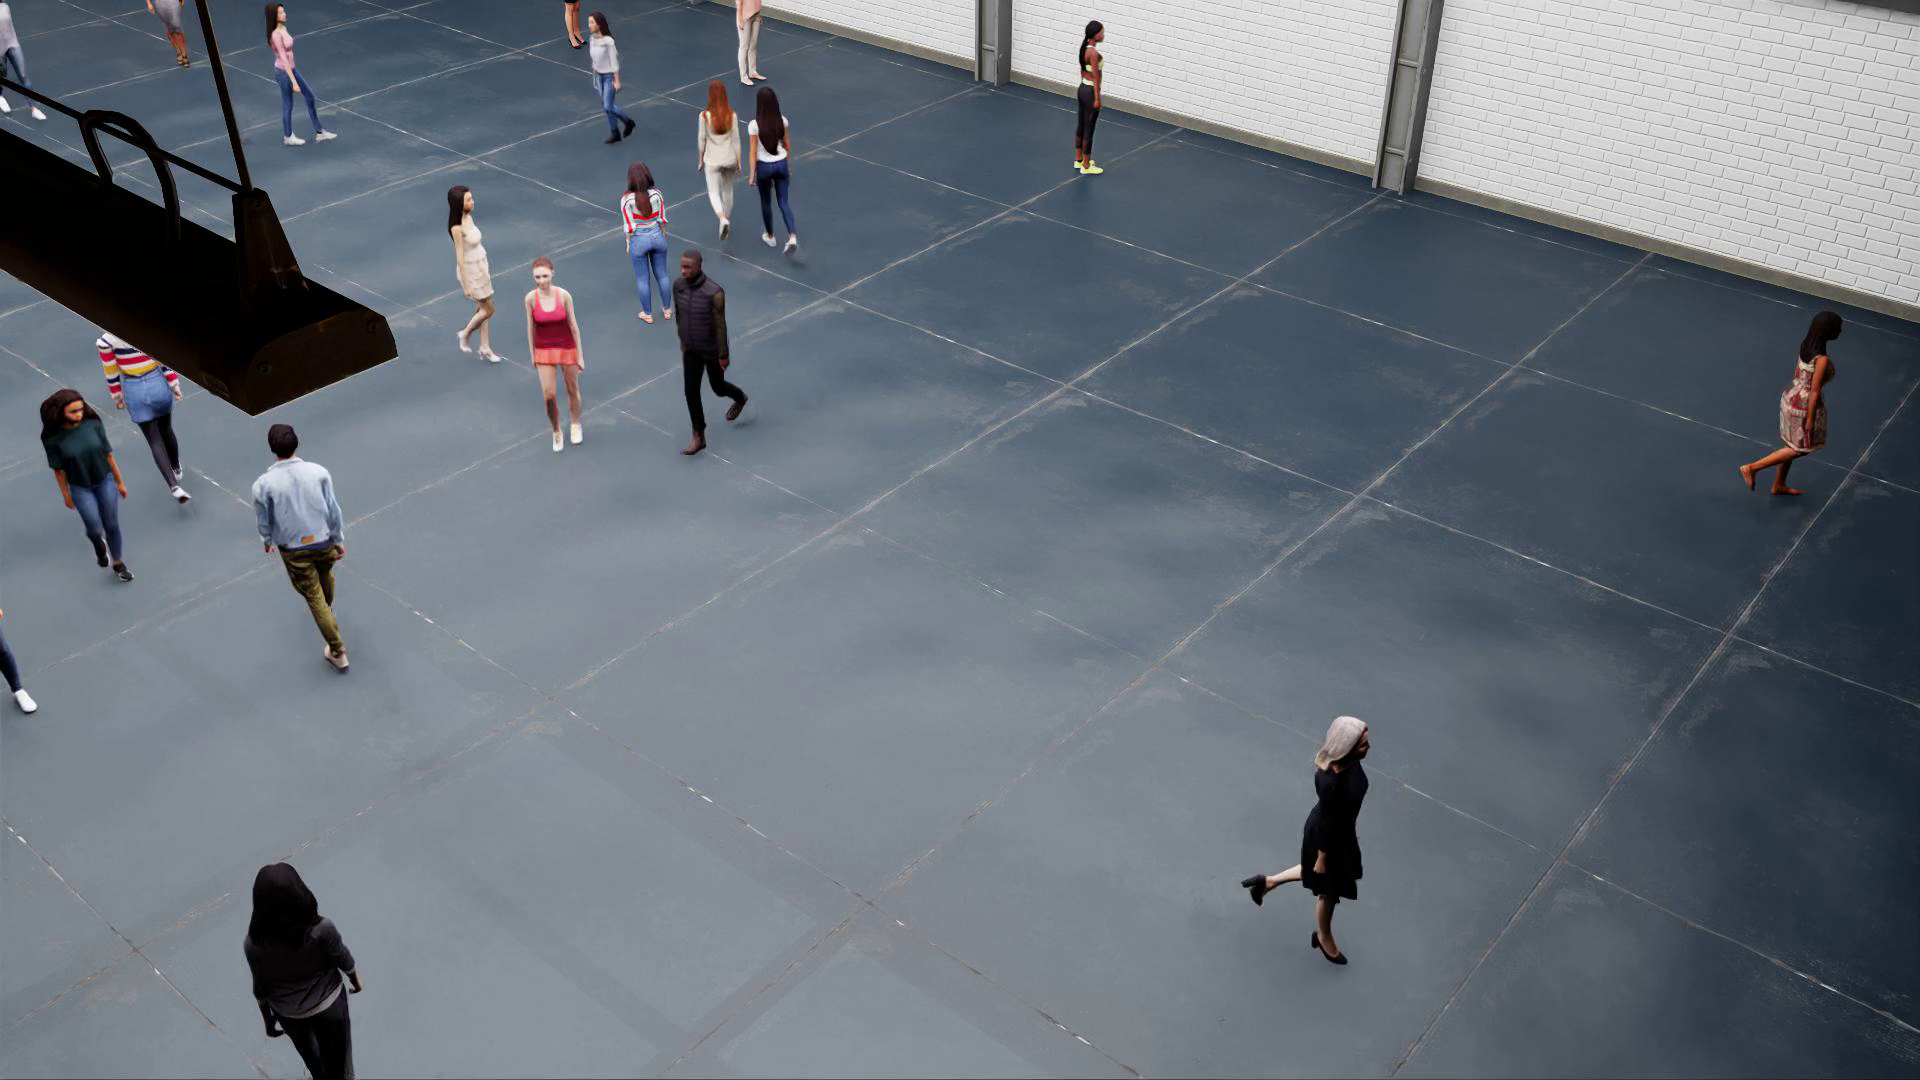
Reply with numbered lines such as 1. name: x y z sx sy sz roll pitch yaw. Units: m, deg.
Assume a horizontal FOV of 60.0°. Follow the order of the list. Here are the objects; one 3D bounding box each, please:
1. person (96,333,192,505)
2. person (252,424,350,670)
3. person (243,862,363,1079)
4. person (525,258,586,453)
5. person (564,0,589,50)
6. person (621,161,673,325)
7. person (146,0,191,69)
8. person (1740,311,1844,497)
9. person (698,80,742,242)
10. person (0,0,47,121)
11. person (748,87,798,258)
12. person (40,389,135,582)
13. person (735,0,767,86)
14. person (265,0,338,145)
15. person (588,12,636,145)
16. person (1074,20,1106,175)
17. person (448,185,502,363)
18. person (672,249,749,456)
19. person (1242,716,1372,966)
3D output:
1. person: -6.448 -1.102 13.226 0.880 1.774 1.199 -19 38 -26
2. person: -4.467 0.092 11.439 0.846 1.763 1.219 -24 40 -31
3. person: -3.153 2.338 8.079 0.835 1.743 0.920 -8 34 -12
4. person: -3.390 -1.619 14.041 0.744 1.733 0.802 -8 34 -12
5. person: -5.481 -7.784 23.390 0.587 1.650 0.612 11 35 16
6. person: -3.016 -2.878 16.043 0.654 1.614 0.637 -16 37 -22
7. person: -10.812 -7.347 22.628 0.758 1.766 0.822 -10 35 -15
8. person: 6.641 -1.059 13.287 0.942 1.634 0.863 4 34 6
9. person: -2.531 -3.982 17.632 0.931 1.693 1.064 -9 35 -13
10. person: -12.057 -6.147 20.889 1.163 1.693 0.673 23 40 31
11. person: -1.904 -3.793 17.296 0.929 1.750 1.144 -16 37 -22
12. person: -6.492 -0.435 12.377 0.623 1.603 0.684 -29 43 -36
13. person: -2.805 -6.947 22.064 0.529 1.725 0.608 22 39 29
14. person: -8.181 -5.604 20.044 0.985 1.724 0.913 -1 34 -2
15. person: -4.197 -5.595 20.125 0.714 1.619 0.642 -27 42 -35
16. person: 1.488 -5.154 19.338 0.704 1.755 0.612 -9 35 -13
17. person: -4.540 -2.415 15.242 0.834 1.729 0.768 2 34 3
18. person: -2.097 -1.634 13.999 1.129 1.804 0.922 19 38 26
19. person: 1.950 1.630 9.154 0.958 1.732 0.724 17 37 23
